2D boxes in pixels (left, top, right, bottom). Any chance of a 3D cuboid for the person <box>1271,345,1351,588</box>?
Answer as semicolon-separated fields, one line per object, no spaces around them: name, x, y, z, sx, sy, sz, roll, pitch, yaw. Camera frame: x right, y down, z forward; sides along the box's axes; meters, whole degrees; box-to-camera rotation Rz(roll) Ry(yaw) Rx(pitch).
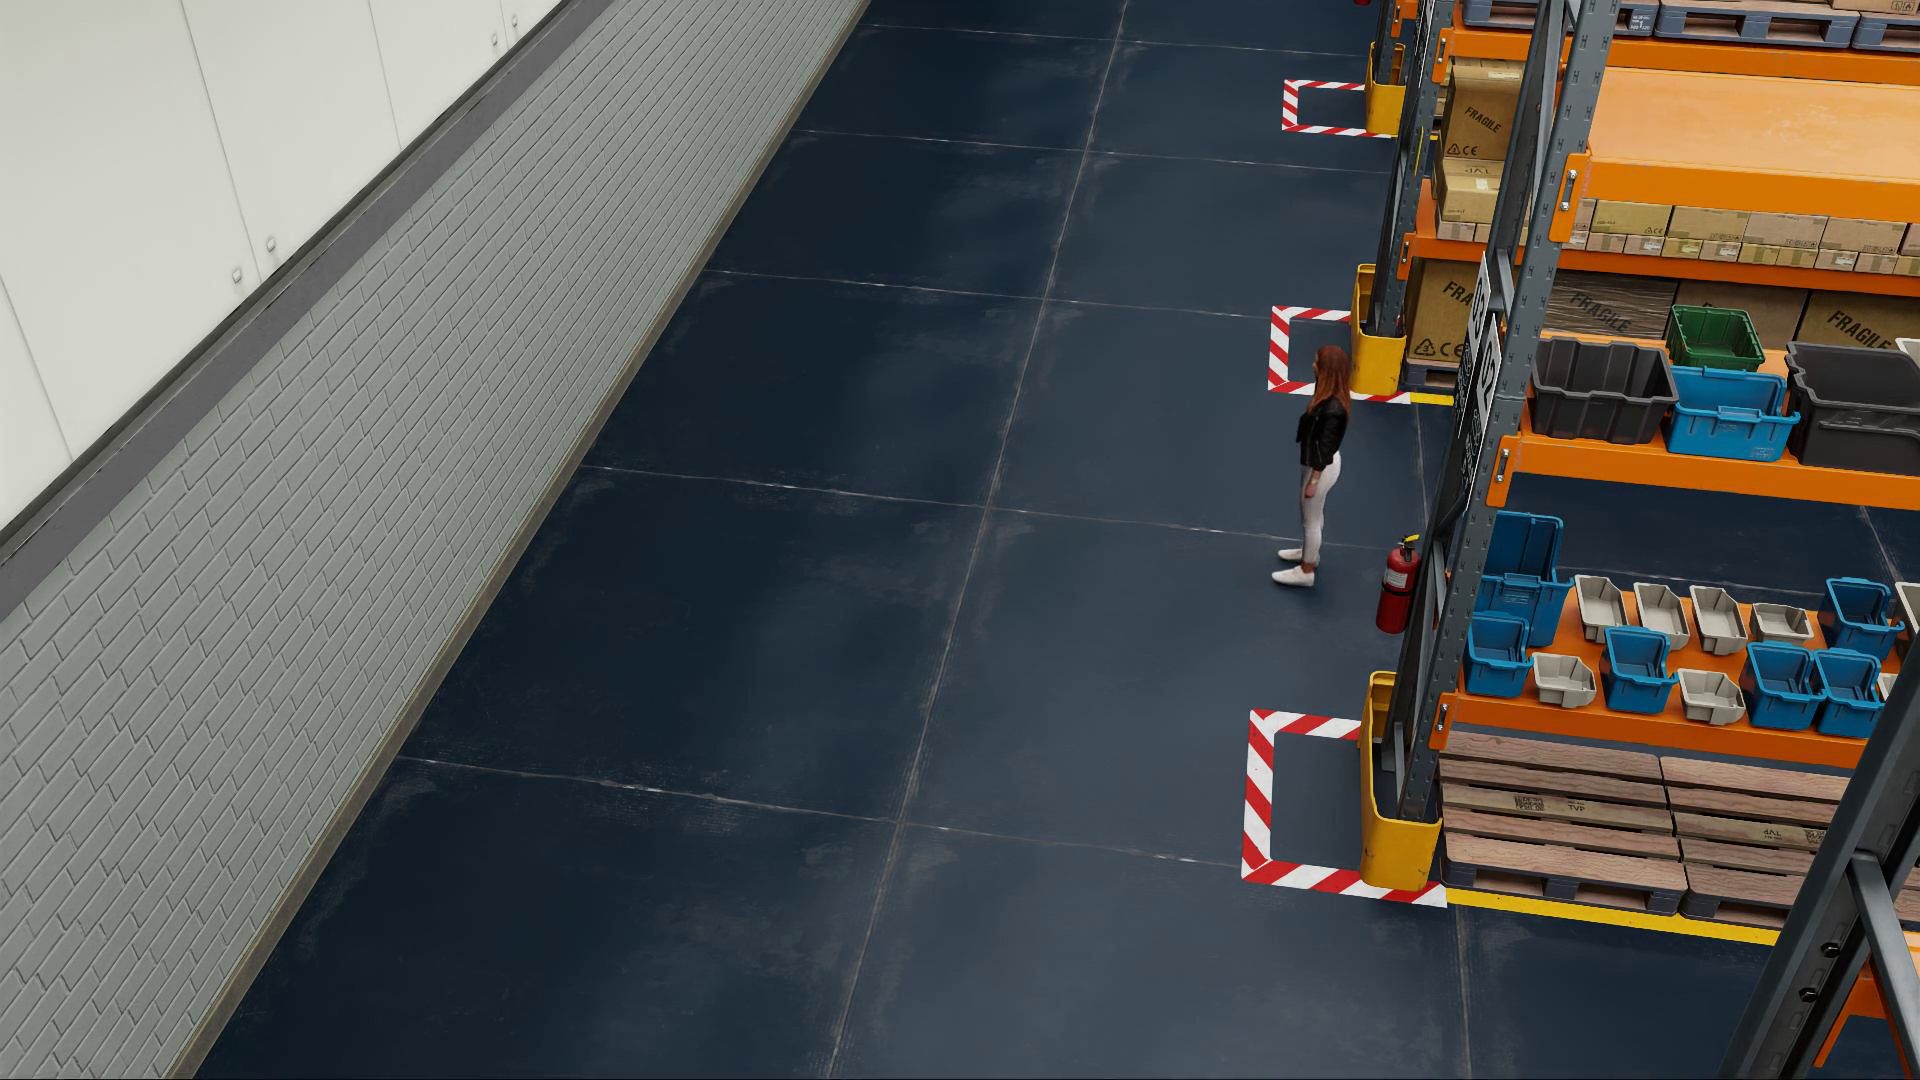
person;2.264;-0.458;10.439;0.550;1.698;0.598;8;38;10
